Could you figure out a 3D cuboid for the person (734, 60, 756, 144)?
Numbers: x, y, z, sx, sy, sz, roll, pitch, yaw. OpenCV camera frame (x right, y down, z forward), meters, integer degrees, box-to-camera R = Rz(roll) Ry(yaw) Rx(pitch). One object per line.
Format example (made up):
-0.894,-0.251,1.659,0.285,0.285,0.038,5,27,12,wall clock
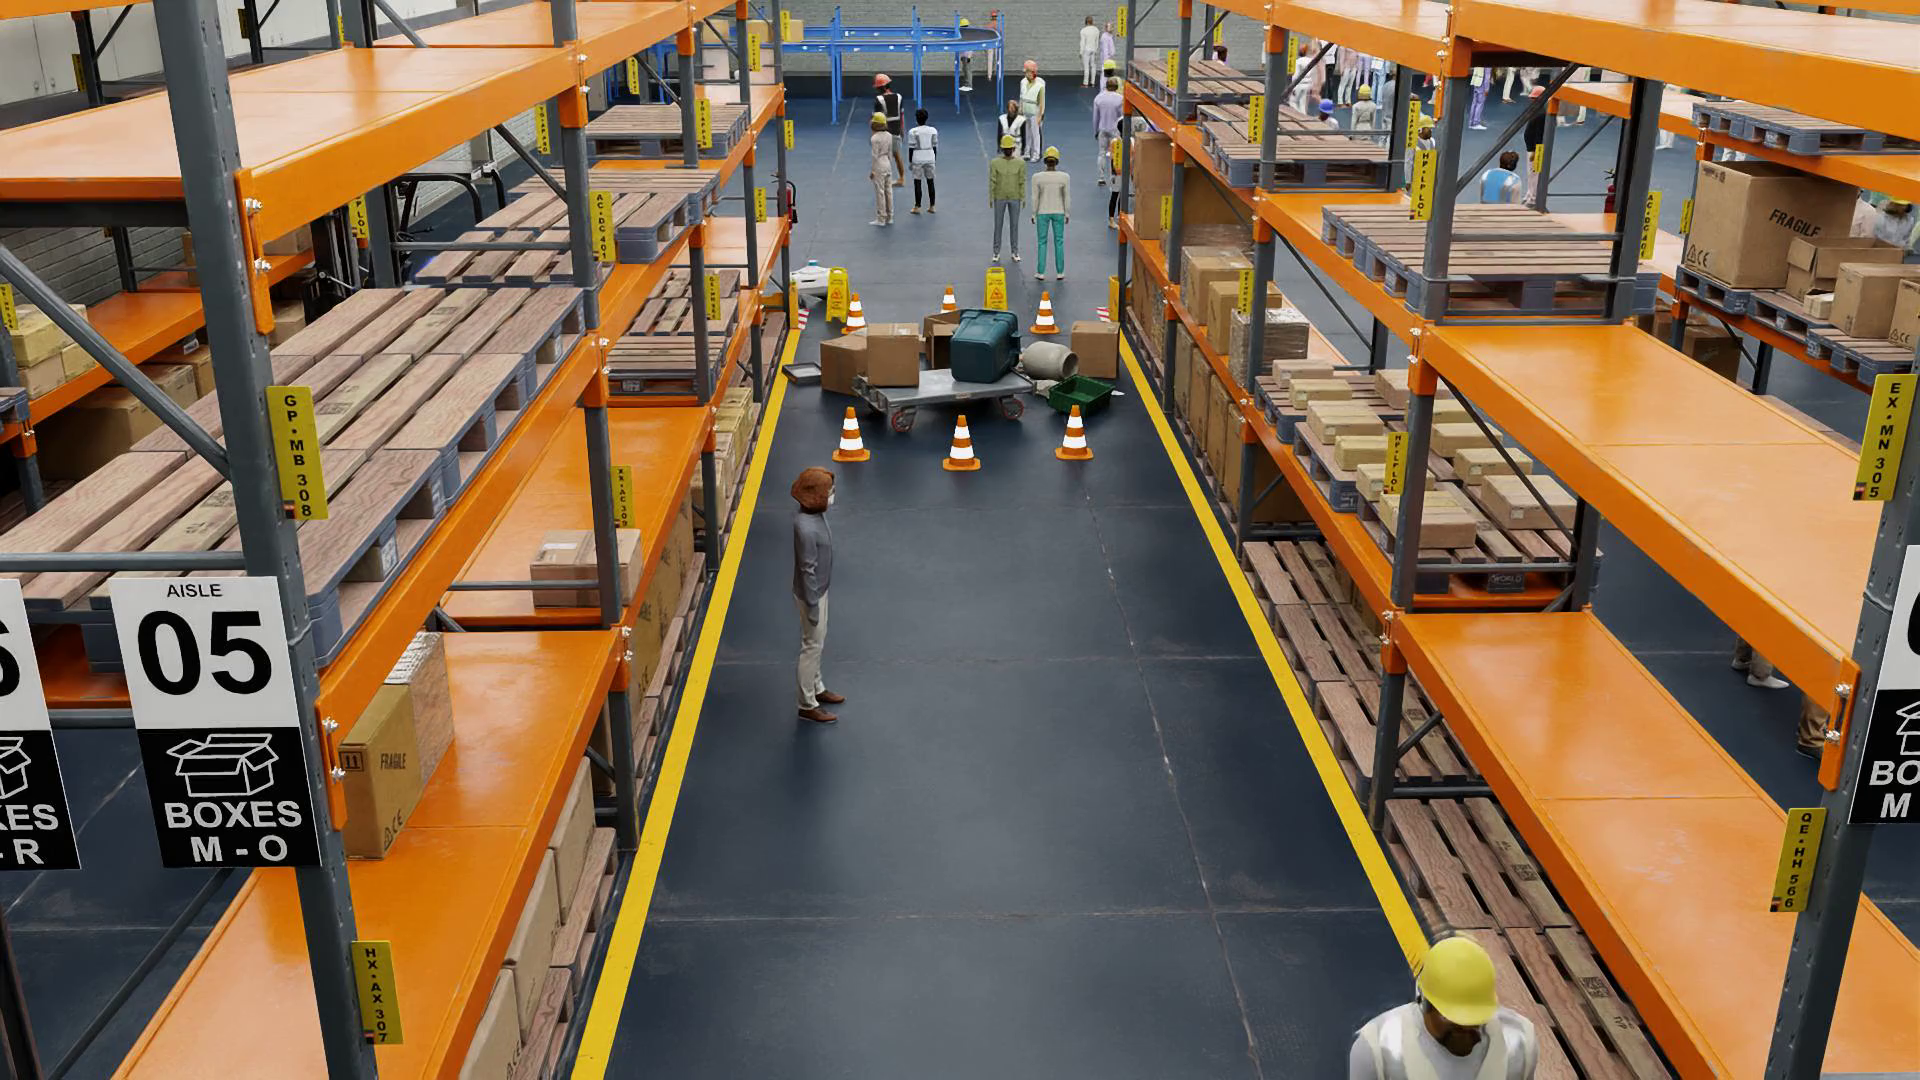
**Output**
-4.559,-9.322,35.234,0.532,1.868,0.310,-17,26,-37,person

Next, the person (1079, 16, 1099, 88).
3.612,-13.733,46.796,0.632,1.940,0.372,-15,25,-34,person

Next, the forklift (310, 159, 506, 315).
-5.622,-2.910,17.832,2.313,2.155,1.214,-1,21,-1,forklift

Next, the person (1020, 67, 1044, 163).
1.419,-8.382,32.791,0.389,1.838,0.563,-19,28,-40,person

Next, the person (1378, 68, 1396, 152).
8.248,-8.052,31.799,0.370,1.933,0.632,-6,22,-16,person

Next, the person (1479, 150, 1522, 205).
6.962,-4.111,21.523,0.433,1.835,0.632,-13,24,-30,person

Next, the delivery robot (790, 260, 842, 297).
-1.849,-3.277,20.953,0.707,0.478,0.477,-9,23,-22,delivery robot

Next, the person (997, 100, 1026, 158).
0.924,-6.905,29.179,0.518,1.621,0.624,8,22,19,person

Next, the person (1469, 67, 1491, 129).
11.833,-10.297,37.761,0.411,1.908,0.592,-5,21,-12,person

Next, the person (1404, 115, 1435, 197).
6.930,-5.456,25.059,0.591,1.837,0.403,-14,25,-32,person

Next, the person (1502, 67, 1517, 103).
14.334,-12.299,43.122,0.328,1.861,0.500,0,21,1,person

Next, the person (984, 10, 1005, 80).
0.995,-14.494,48.745,0.621,1.986,0.406,-3,21,-9,person

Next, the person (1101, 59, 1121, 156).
3.074,-8.715,33.568,0.509,1.910,0.595,-3,21,-8,person

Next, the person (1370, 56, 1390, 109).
10.536,-11.810,41.757,0.389,1.910,0.603,-11,23,-27,person

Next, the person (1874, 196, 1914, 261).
10.742,-3.204,19.257,0.485,1.728,0.394,-1,21,-2,person

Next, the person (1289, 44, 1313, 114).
7.755,-10.325,37.873,0.583,1.869,0.407,-10,23,-25,person

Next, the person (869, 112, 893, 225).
-1.259,-5.848,26.226,0.294,1.744,0.484,13,24,31,person

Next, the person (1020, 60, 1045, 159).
1.429,-8.585,33.214,0.558,1.922,0.390,12,24,29,person

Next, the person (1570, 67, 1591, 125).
14.458,-10.477,38.630,0.294,1.623,0.507,12,24,29,person

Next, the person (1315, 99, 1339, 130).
5.769,-6.112,26.707,0.637,1.893,0.870,-1,21,-3,person

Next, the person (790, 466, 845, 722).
-0.874,0.323,10.082,0.285,1.624,0.509,0,21,1,person

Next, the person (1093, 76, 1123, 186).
2.693,-7.323,29.854,0.635,1.935,0.349,11,23,26,person

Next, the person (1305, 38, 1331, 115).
8.398,-10.954,39.566,0.853,1.863,0.695,-1,21,-3,person

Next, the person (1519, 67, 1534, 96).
15.282,-12.744,44.628,0.532,1.623,0.436,-12,24,-29,person

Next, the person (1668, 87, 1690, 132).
16.090,-9.965,37.257,0.499,1.634,0.279,-3,21,-8,person

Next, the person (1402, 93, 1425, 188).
7.564,-6.588,28.048,0.345,1.840,0.504,-13,25,-32,person

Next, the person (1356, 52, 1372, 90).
11.223,-13.380,46.098,0.525,1.772,0.306,15,25,34,person

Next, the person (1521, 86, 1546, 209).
9.527,-6.512,27.627,0.378,1.996,0.611,5,21,12,person

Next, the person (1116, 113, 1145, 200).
2.909,-6.677,28.428,0.494,1.740,0.327,3,21,9,person

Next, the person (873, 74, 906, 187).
-1.290,-7.279,29.654,0.708,2.011,0.444,-15,25,-34,person

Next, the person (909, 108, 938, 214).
-0.606,-6.188,27.202,0.537,1.693,0.319,-11,23,-27,person

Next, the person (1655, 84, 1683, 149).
14.772,-8.955,34.588,0.523,1.640,0.312,-12,24,-29,person

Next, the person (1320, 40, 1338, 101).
9.507,-12.319,43.083,0.587,1.920,0.392,-9,23,-23,person

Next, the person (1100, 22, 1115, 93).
3.982,-12.974,44.853,0.394,1.899,0.642,4,21,10,person

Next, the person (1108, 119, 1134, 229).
2.530,-5.714,25.934,0.317,1.695,0.540,18,27,40,person

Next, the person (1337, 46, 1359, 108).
9.784,-11.866,41.884,0.623,1.932,0.378,-14,25,-33,person

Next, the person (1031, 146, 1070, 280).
1.211,-4.371,22.291,0.533,1.768,0.310,-2,21,-4,person

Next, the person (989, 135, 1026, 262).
0.670,-4.820,23.477,0.533,1.768,0.311,-2,21,-5,person

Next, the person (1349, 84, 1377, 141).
7.354,-7.446,30.450,0.492,1.742,0.319,-7,22,-17,person

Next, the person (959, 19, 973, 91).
0.156,-13.396,45.924,0.381,1.923,0.591,-7,22,-17,person

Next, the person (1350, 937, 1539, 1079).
1.506,2.040,5.268,0.619,1.818,0.432,0,21,1,person
